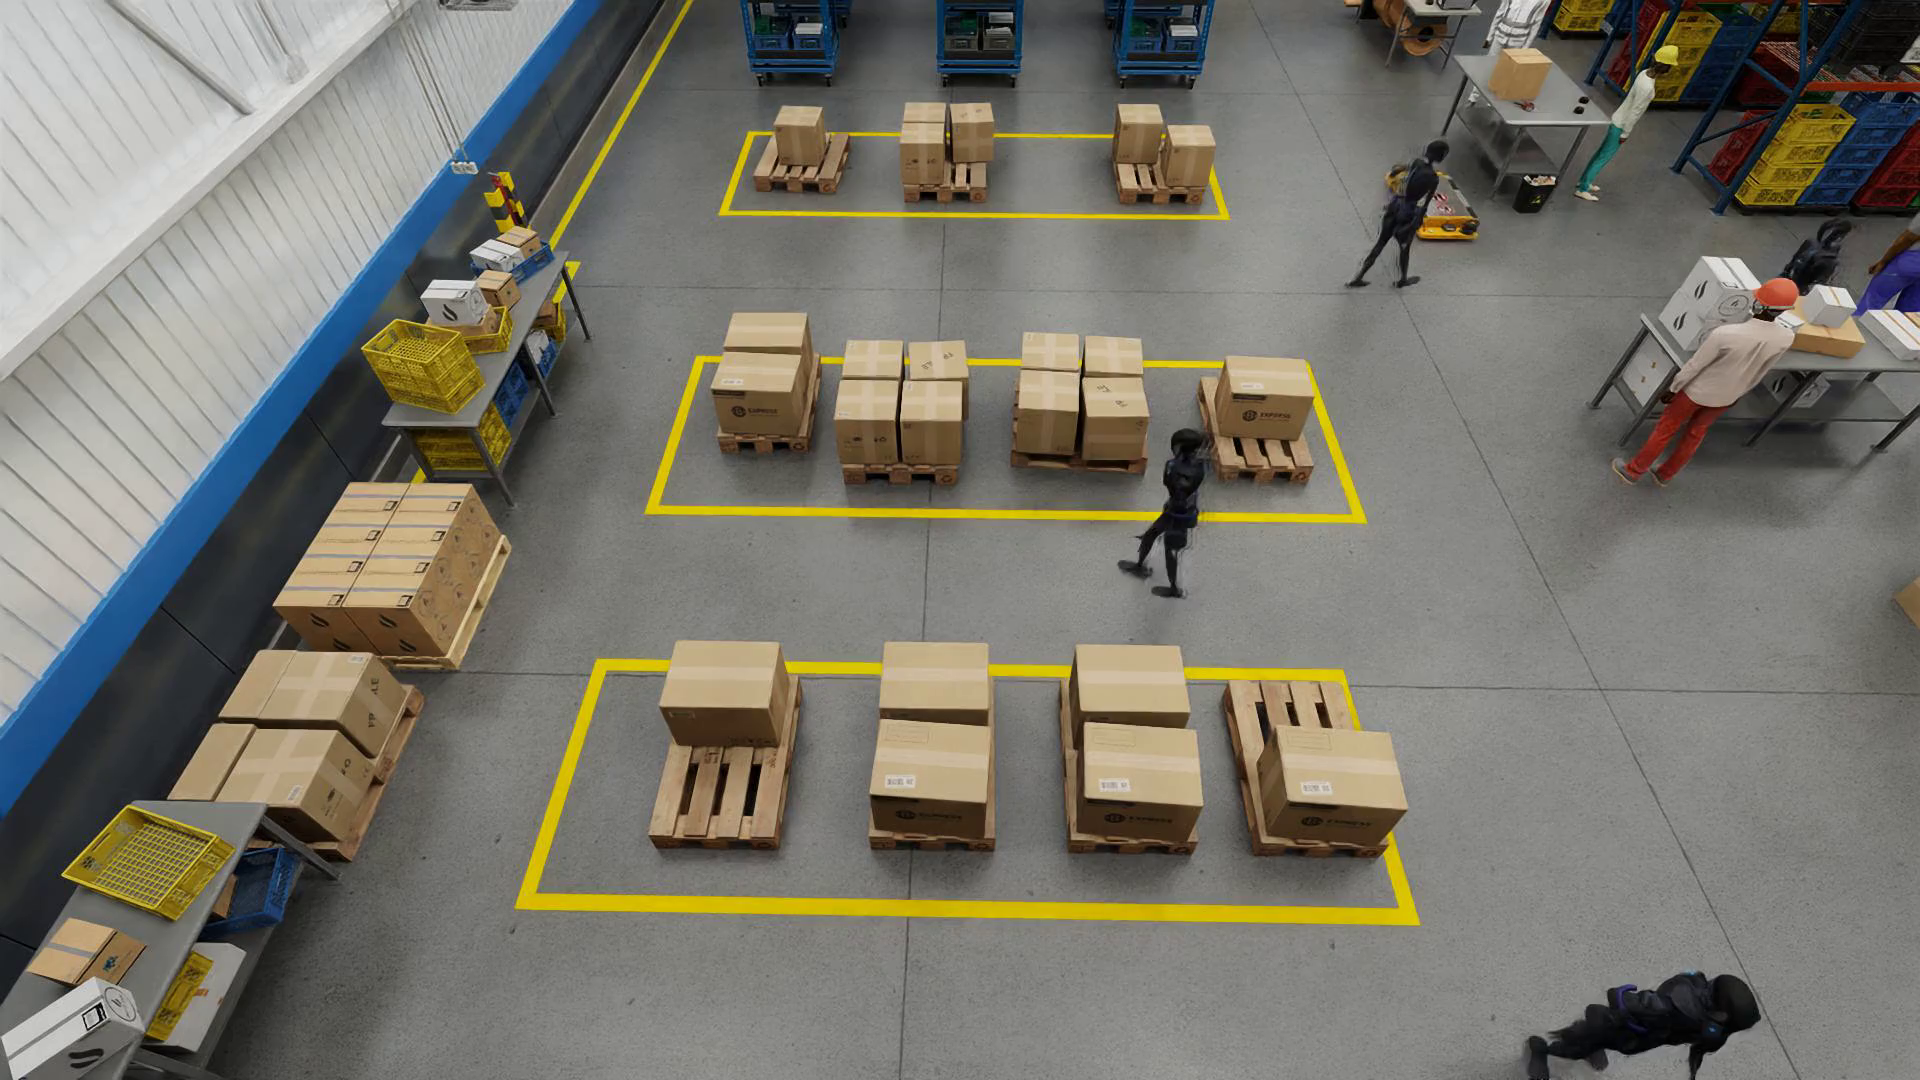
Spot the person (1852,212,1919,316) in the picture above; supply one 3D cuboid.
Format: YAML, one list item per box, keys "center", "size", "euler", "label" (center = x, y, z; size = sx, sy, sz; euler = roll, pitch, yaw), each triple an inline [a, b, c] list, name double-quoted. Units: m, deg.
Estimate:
- center: [9.040, -2.619, 8.630]
  size: [0.673, 2.000, 0.537]
  euler: [19, 52, 15]
  label: "person"

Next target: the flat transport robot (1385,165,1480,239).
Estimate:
- center: [5.692, -4.094, 11.059]
  size: [0.652, 0.197, 1.431]
  euler: [1, 49, 1]
  label: "flat transport robot"

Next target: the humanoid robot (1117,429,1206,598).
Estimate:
- center: [1.510, -0.174, 6.764]
  size: [0.631, 1.640, 0.596]
  euler: [5, 49, 5]
  label: "humanoid robot"

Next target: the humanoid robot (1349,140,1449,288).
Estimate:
- center: [4.644, -3.360, 9.536]
  size: [0.757, 1.627, 0.597]
  euler: [-8, 50, -7]
  label: "humanoid robot"

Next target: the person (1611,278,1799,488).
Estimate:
- center: [6.092, -1.235, 7.470]
  size: [0.614, 1.986, 0.406]
  euler: [3, 49, 2]
  label: "person"

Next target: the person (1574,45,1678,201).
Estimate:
- center: [7.836, -4.890, 10.781]
  size: [0.337, 1.756, 0.516]
  euler: [18, 52, 15]
  label: "person"

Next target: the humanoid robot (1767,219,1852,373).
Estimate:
- center: [7.681, -2.205, 8.545]
  size: [0.759, 1.628, 0.559]
  euler: [-1, 49, -1]
  label: "humanoid robot"

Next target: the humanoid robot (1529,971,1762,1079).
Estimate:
- center: [3.325, 2.392, 4.526]
  size: [0.655, 1.635, 0.477]
  euler: [3, 49, 2]
  label: "humanoid robot"

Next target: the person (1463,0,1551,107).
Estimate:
- center: [7.324, -6.665, 12.235]
  size: [0.574, 1.882, 0.355]
  euler: [30, 55, 23]
  label: "person"
